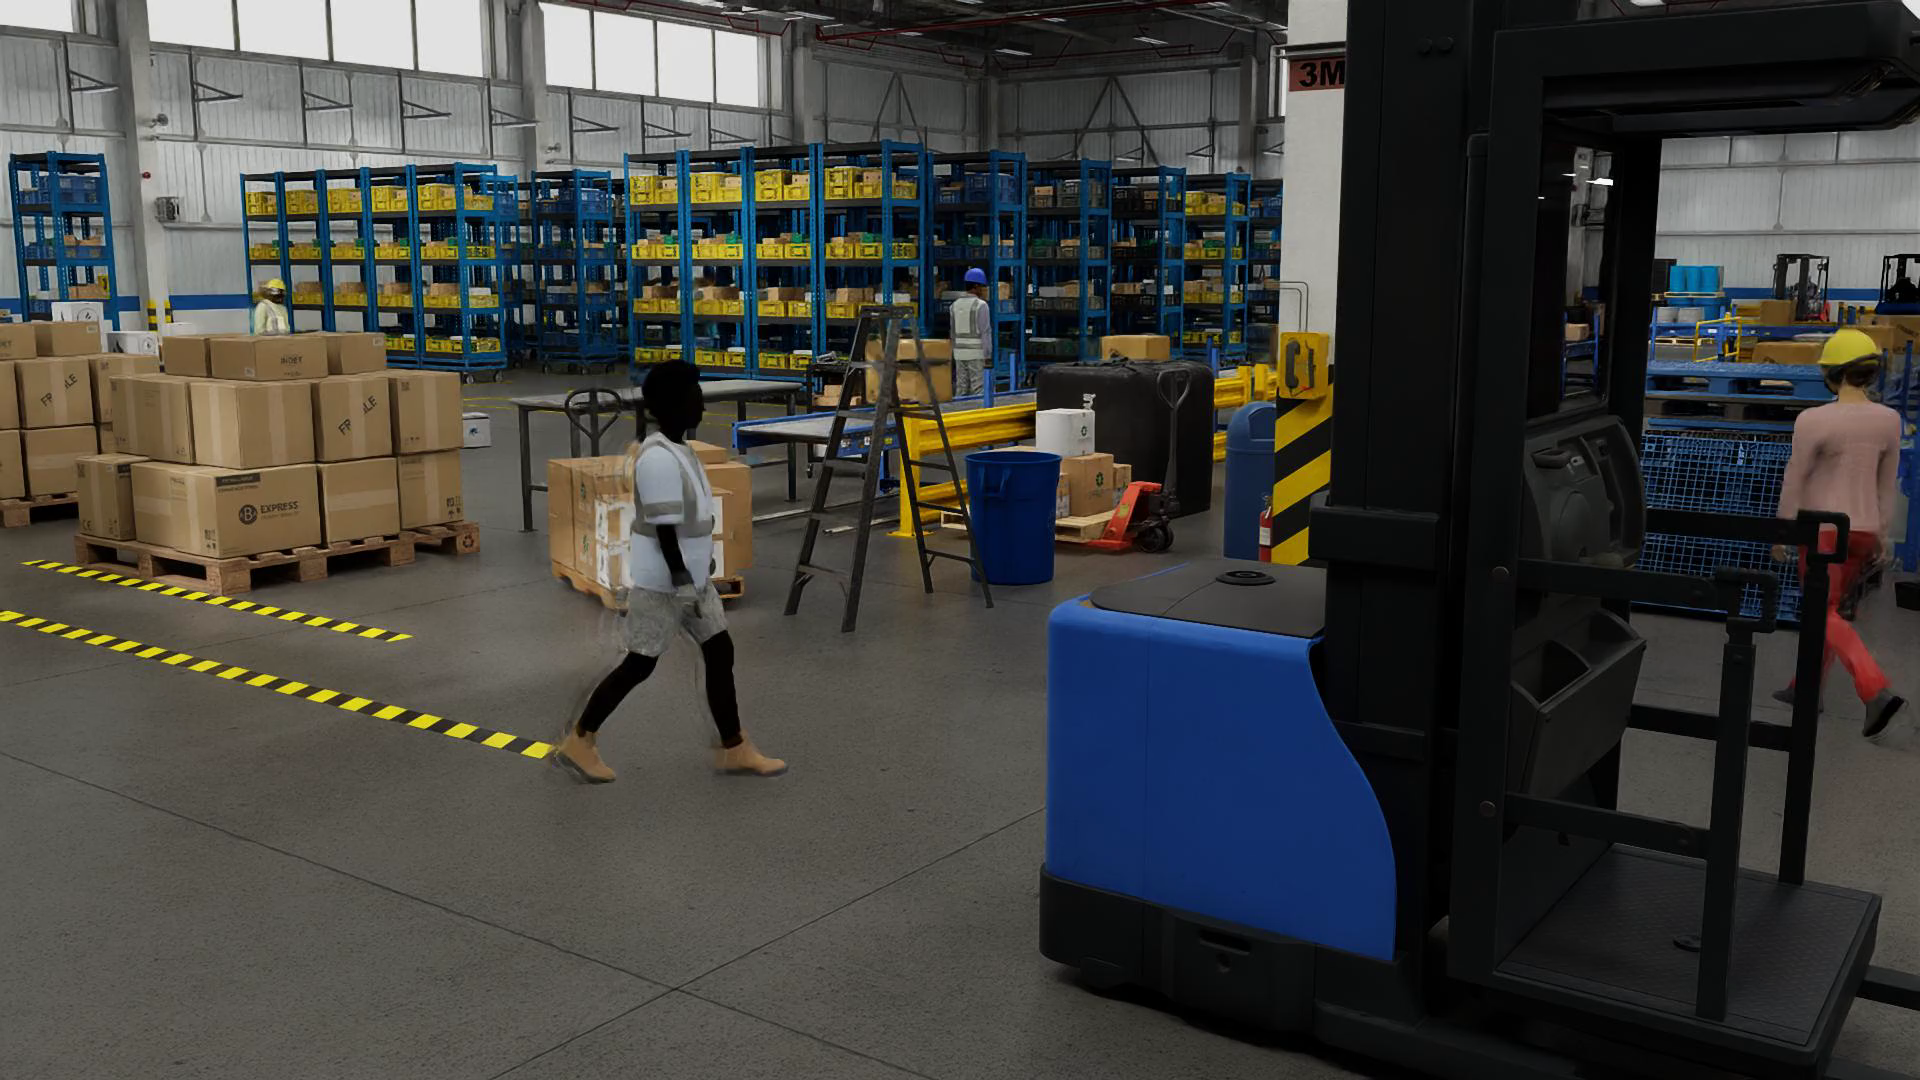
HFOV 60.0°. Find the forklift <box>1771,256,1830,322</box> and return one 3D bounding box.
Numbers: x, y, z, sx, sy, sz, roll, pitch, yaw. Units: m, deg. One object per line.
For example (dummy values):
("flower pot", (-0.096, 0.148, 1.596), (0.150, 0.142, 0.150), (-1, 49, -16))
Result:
("forklift", (20.253, -5.854, 40.139), (1.157, 1.987, 2.680), (7, 12, 35))

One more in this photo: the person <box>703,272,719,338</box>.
("person", (-4.620, -4.052, 30.856), (0.695, 1.820, 0.615), (-8, 13, -40))

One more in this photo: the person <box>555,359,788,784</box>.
("person", (-1.154, 0.130, 6.394), (0.858, 1.659, 0.531), (1, 10, 7))

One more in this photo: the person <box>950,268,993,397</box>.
("person", (0.142, -2.026, 18.397), (0.393, 1.943, 0.602), (-8, 13, -41))

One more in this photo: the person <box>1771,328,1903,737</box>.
("person", (3.834, -0.038, 7.190), (0.530, 1.742, 0.797), (-3, 10, -15))

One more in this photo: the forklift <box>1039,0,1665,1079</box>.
("forklift", (1.249, -0.137, 4.360), (1.873, 2.768, 1.129), (7, 12, 35))

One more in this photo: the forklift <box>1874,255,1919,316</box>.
("forklift", (22.089, -5.634, 38.796), (1.157, 1.987, 2.680), (6, 11, 33))

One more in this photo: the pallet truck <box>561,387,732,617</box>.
("pallet truck", (-1.981, -0.274, 10.088), (0.680, 1.201, 1.601), (-5, 11, -28))

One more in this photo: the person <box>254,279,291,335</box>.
("person", (-8.946, -2.501, 21.714), (0.404, 1.776, 0.665), (1, 10, 8))

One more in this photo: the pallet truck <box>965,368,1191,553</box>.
("pallet truck", (0.845, -0.609, 11.869), (1.630, 1.274, 0.653), (7, 12, 35))
